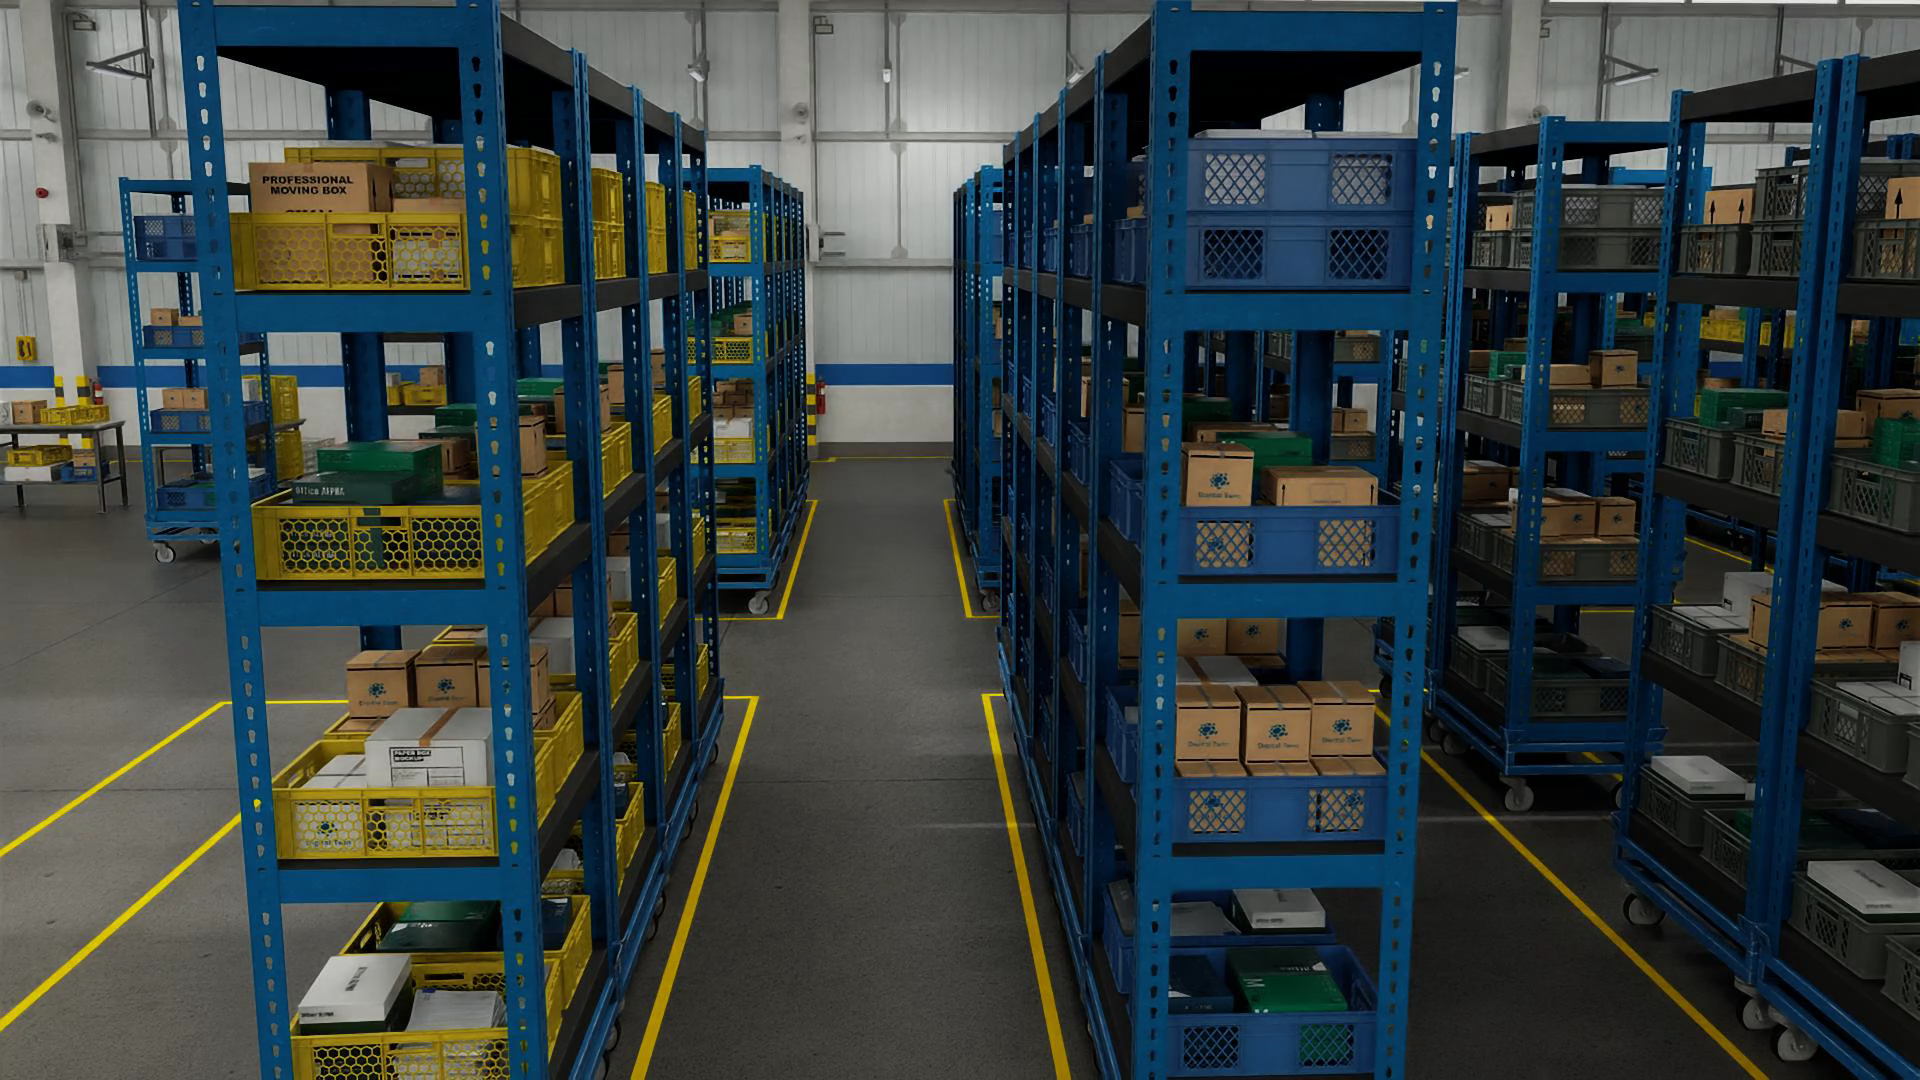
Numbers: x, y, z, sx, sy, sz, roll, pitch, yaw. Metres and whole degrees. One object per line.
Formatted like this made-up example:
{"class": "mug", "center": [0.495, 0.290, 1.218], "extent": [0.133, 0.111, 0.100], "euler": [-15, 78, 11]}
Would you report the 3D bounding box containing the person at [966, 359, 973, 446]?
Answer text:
{"class": "person", "center": [0.128, -1.729, 21.653], "extent": [0.528, 1.855, 0.596], "euler": [4, 11, 21]}
